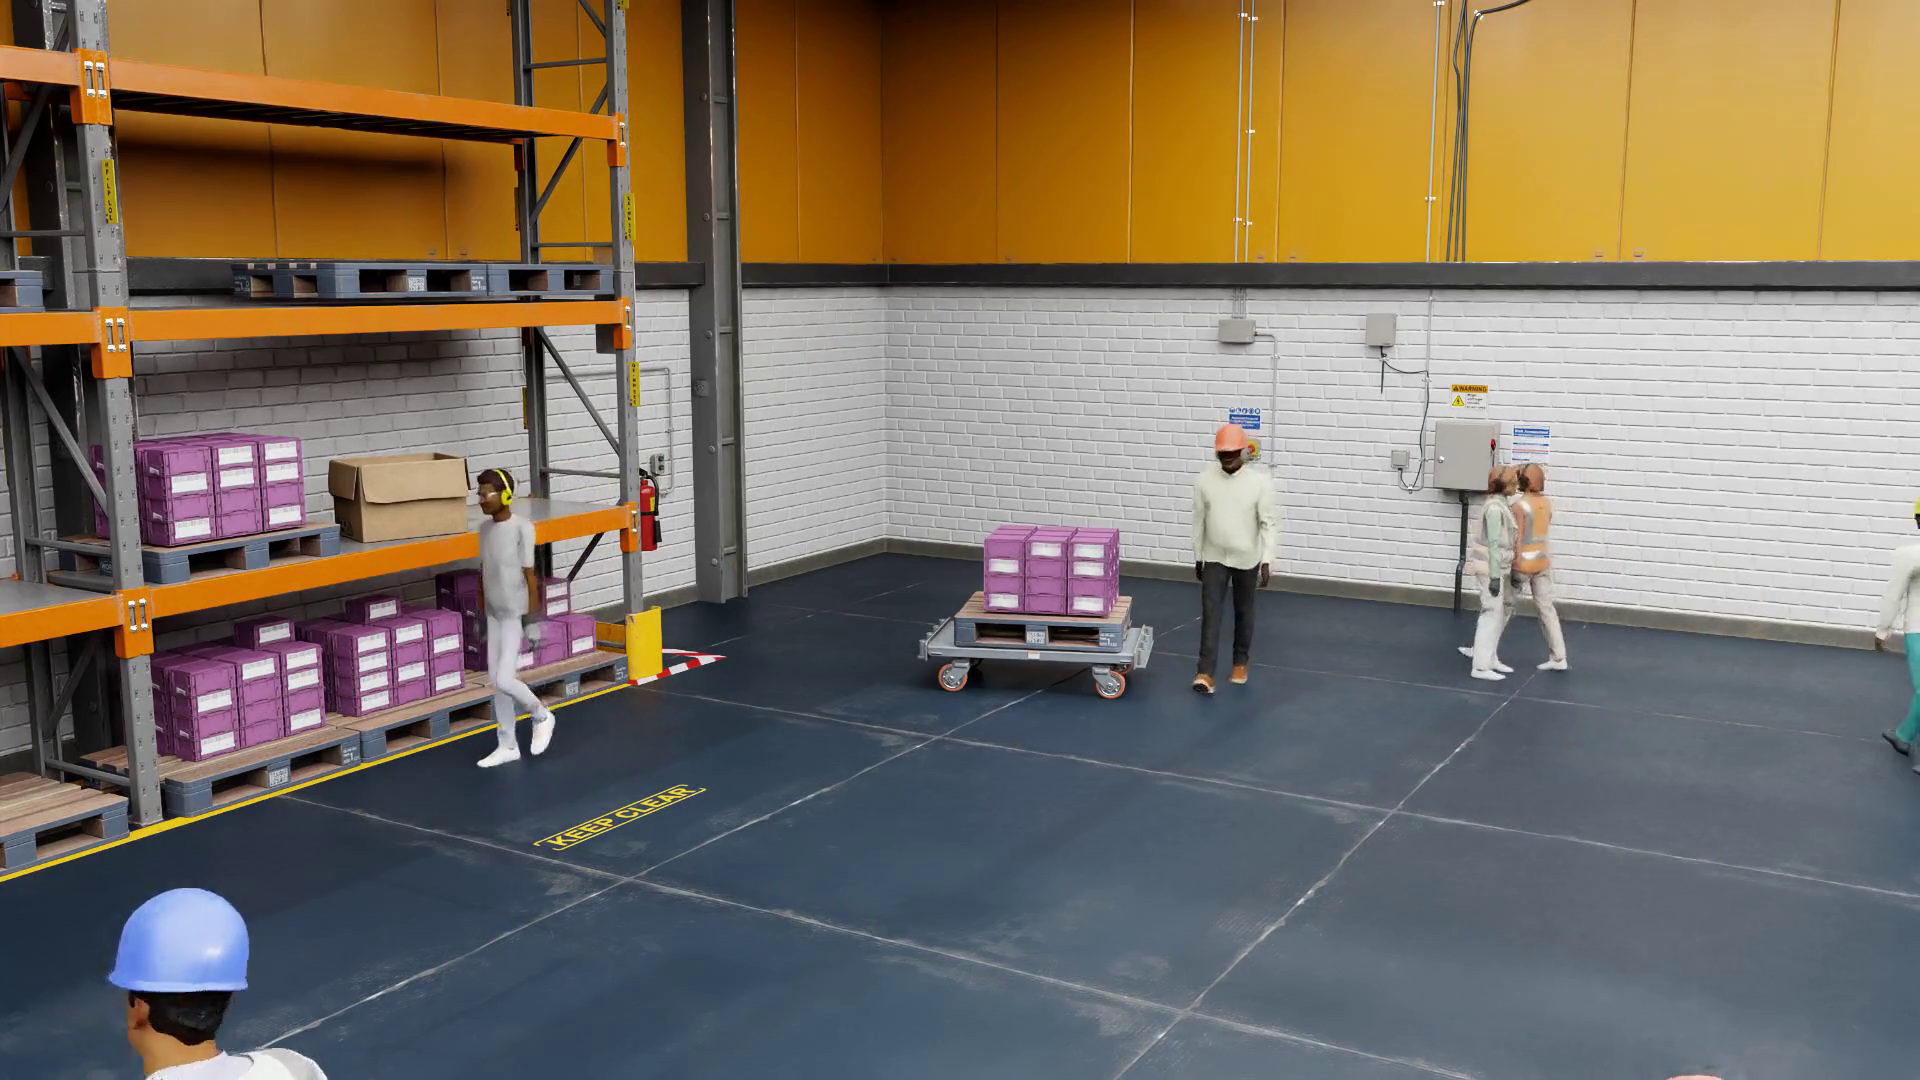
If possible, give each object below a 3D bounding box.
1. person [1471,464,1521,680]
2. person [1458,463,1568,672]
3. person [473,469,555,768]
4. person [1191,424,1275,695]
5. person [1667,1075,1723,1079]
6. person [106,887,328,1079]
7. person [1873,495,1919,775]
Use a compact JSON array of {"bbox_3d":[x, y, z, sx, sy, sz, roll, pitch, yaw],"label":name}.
[{"bbox_3d":[3.999,0.234,12.457,0.316,1.633,0.556,3,10,19],"label":"person"},{"bbox_3d":[4.309,0.201,12.749,0.526,1.590,0.832,-7,11,-36],"label":"person"},{"bbox_3d":[-2.777,0.479,10.214,0.556,1.854,0.445,7,11,35],"label":"person"},{"bbox_3d":[1.950,0.141,12.013,0.629,1.940,1.007,3,10,20],"label":"person"},{"bbox_3d":[1.061,1.673,2.524,0.629,1.941,1.028,4,10,21],"label":"person"},{"bbox_3d":[-1.363,1.606,3.030,0.381,1.932,0.645,2,9,12],"label":"person"},{"bbox_3d":[5.877,0.548,10.169,0.546,1.723,0.871,-1,9,-5],"label":"person"}]
